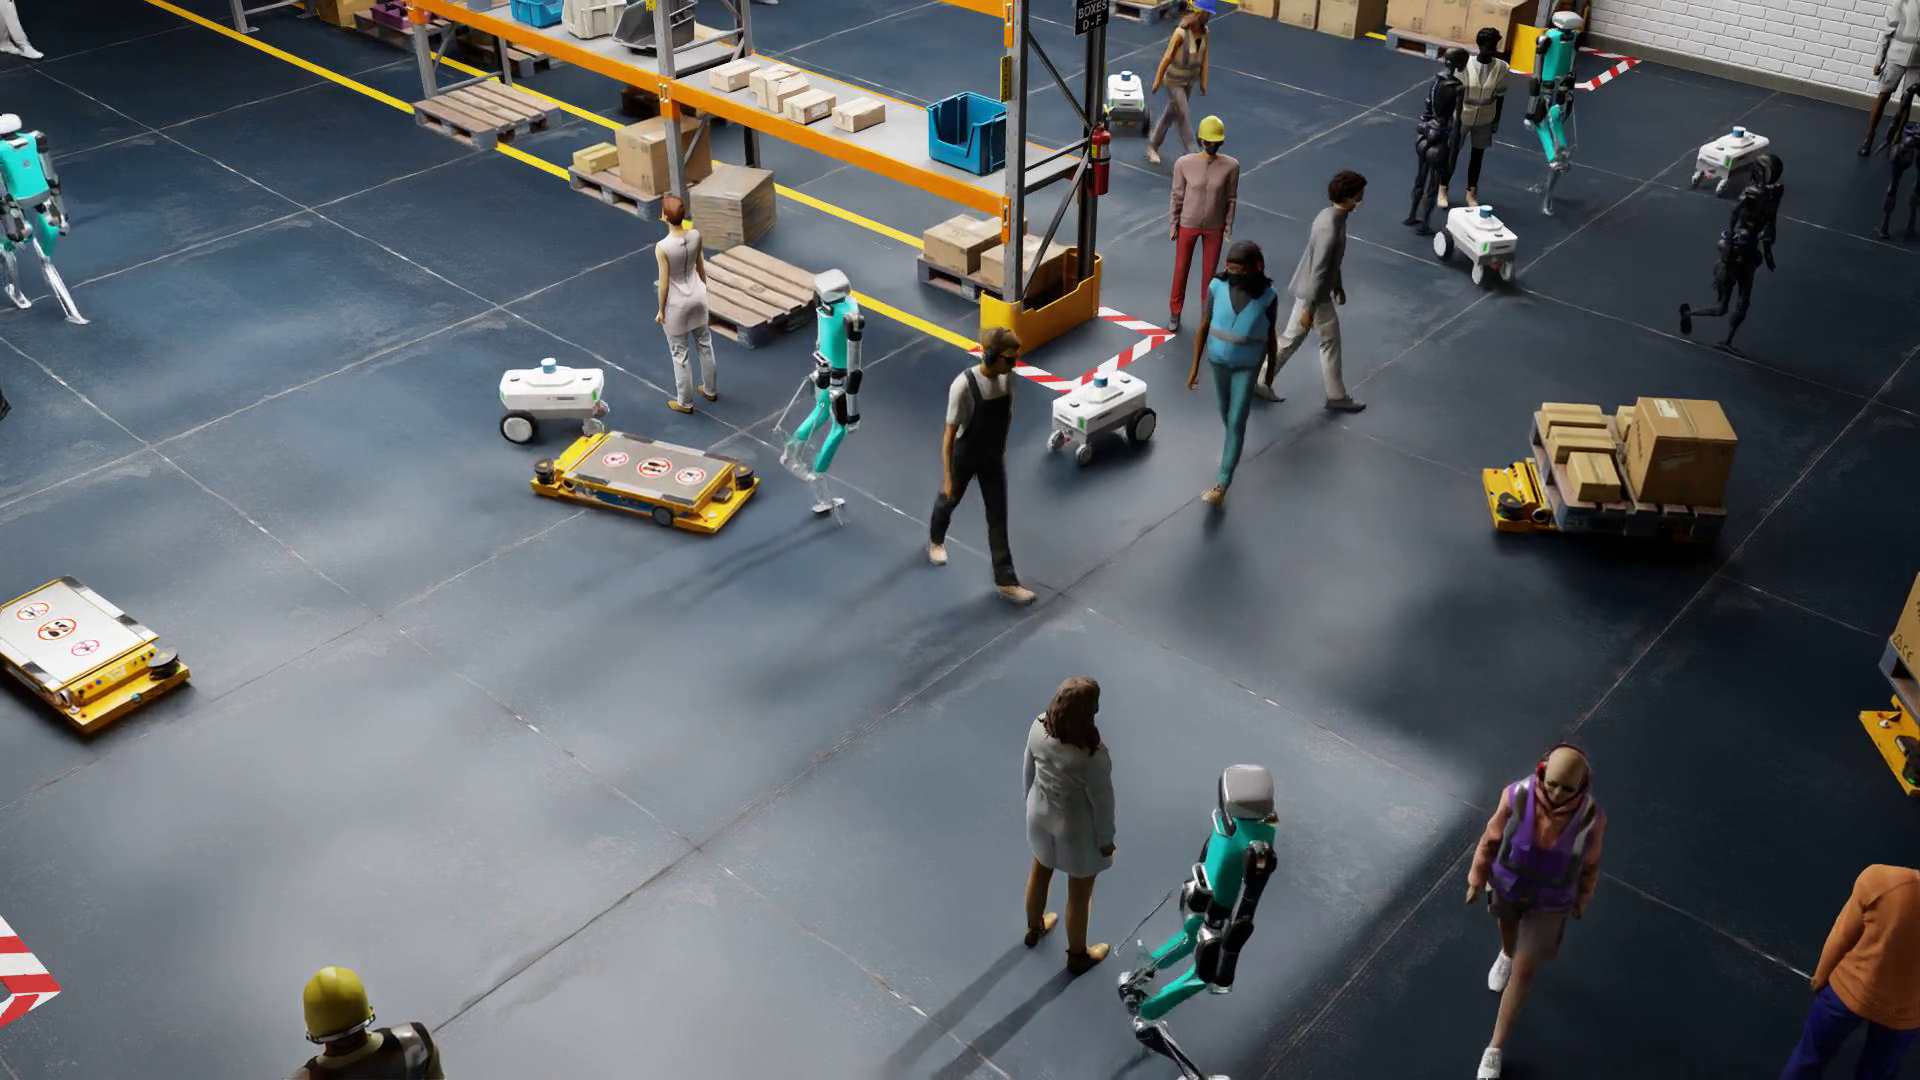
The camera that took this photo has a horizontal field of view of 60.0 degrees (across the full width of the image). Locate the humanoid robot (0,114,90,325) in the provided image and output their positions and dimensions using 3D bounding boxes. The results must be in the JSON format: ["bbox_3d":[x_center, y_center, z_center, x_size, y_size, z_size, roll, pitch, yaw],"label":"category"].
[{"bbox_3d":[-7.559,-2.592,13.292,0.964,1.770,0.533,19,39,25],"label":"humanoid robot"}]

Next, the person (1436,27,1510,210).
[{"bbox_3d":[4.653,-3.822,15.096,0.531,1.693,0.319,2,35,3],"label":"person"}]

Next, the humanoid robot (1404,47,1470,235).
[{"bbox_3d":[4.216,-3.530,14.681,0.308,1.656,0.608,-9,36,-12],"label":"humanoid robot"}]

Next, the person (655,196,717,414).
[{"bbox_3d":[-2.006,-1.706,12.054,0.277,1.660,0.458,28,43,34],"label":"person"}]

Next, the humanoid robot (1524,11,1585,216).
[{"bbox_3d":[5.508,-3.826,15.106,0.557,1.791,0.823,-18,38,-24],"label":"humanoid robot"}]

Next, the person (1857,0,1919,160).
[{"bbox_3d":[9.158,-4.636,16.071,0.547,1.927,0.389,14,37,19],"label":"person"}]

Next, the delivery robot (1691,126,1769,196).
[{"bbox_3d":[7.349,-3.644,15.818,0.747,0.572,0.499,-23,41,-30],"label":"delivery robot"}]

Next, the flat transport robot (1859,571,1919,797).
[{"bbox_3d":[5.818,1.152,9.141,1.431,0.231,0.659,1,35,2],"label":"flat transport robot"}]

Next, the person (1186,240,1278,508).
[{"bbox_3d":[1.812,-1.145,11.113,0.509,1.806,1.017,16,38,22],"label":"person"}]

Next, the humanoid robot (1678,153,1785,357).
[{"bbox_3d":[5.973,-2.224,12.804,0.586,1.642,0.551,-19,39,-25],"label":"humanoid robot"}]

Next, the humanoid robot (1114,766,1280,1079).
[{"bbox_3d":[0.910,1.706,7.076,0.718,1.810,0.537,-3,35,-5],"label":"humanoid robot"}]

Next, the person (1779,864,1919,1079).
[{"bbox_3d":[3.716,1.817,6.686,0.517,1.973,0.401,20,39,26],"label":"person"}]

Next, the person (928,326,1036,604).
[{"bbox_3d":[0.083,-0.504,10.211,0.631,1.783,0.963,-20,39,-26],"label":"person"}]

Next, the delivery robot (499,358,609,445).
[{"bbox_3d":[-2.942,-1.039,12.046,0.750,0.575,0.499,-1,35,-1],"label":"delivery robot"}]

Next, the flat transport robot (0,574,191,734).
[{"bbox_3d":[-5.281,0.642,9.880,1.431,0.231,0.659,24,41,30],"label":"flat transport robot"}]

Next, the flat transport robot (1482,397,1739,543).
[{"bbox_3d":[4.307,-0.270,11.201,1.431,0.231,0.659,4,35,5],"label":"flat transport robot"}]

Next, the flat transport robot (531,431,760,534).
[{"bbox_3d":[-2.162,-0.419,11.418,1.431,0.231,0.659,13,37,18],"label":"flat transport robot"}]

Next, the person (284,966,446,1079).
[{"bbox_3d":[-2.162,2.260,6.172,0.594,1.826,0.403,-23,41,-29],"label":"person"}]

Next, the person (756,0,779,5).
[{"bbox_3d":[-2.545,-7.399,20.223,0.538,1.746,0.509,1,35,2],"label":"person"}]

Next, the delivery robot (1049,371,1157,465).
[{"bbox_3d":[1.010,-0.920,11.901,0.801,0.606,0.499,-27,43,-33],"label":"delivery robot"}]

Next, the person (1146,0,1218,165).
[{"bbox_3d":[2.121,-4.336,15.815,0.523,1.704,0.902,-28,43,-34],"label":"person"}]

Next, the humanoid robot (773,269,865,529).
[{"bbox_3d":[-0.945,-0.825,10.775,0.666,1.876,0.541,-18,39,-24],"label":"humanoid robot"}]

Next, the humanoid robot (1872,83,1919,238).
[{"bbox_3d":[8.368,-3.447,14.560,0.601,1.657,0.339,8,35,11],"label":"humanoid robot"}]

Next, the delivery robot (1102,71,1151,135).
[{"bbox_3d":[1.704,-4.495,17.073,0.524,0.597,0.769,1,35,1],"label":"delivery robot"}]

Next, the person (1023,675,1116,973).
[{"bbox_3d":[0.511,1.297,7.703,0.494,1.659,0.338,27,43,33],"label":"person"}]

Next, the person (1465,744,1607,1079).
[{"bbox_3d":[2.494,1.566,7.323,0.505,1.639,0.892,18,39,24],"label":"person"}]

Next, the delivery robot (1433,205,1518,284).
[{"bbox_3d":[4.473,-2.584,14.294,0.499,0.585,0.775,-8,35,-11],"label":"delivery robot"}]

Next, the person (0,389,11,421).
[{"bbox_3d":[-7.319,-1.669,11.781,0.557,1.925,0.410,3,35,5],"label":"person"}]

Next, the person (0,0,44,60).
[{"bbox_3d":[-10.713,-6.327,18.561,0.828,1.873,0.671,6,35,8],"label":"person"}]

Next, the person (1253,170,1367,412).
[{"bbox_3d":[2.583,-1.790,12.009,0.849,1.851,0.522,4,35,6],"label":"person"}]

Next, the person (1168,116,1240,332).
[{"bbox_3d":[1.901,-2.476,13.076,0.524,1.772,0.304,0,35,0],"label":"person"}]
